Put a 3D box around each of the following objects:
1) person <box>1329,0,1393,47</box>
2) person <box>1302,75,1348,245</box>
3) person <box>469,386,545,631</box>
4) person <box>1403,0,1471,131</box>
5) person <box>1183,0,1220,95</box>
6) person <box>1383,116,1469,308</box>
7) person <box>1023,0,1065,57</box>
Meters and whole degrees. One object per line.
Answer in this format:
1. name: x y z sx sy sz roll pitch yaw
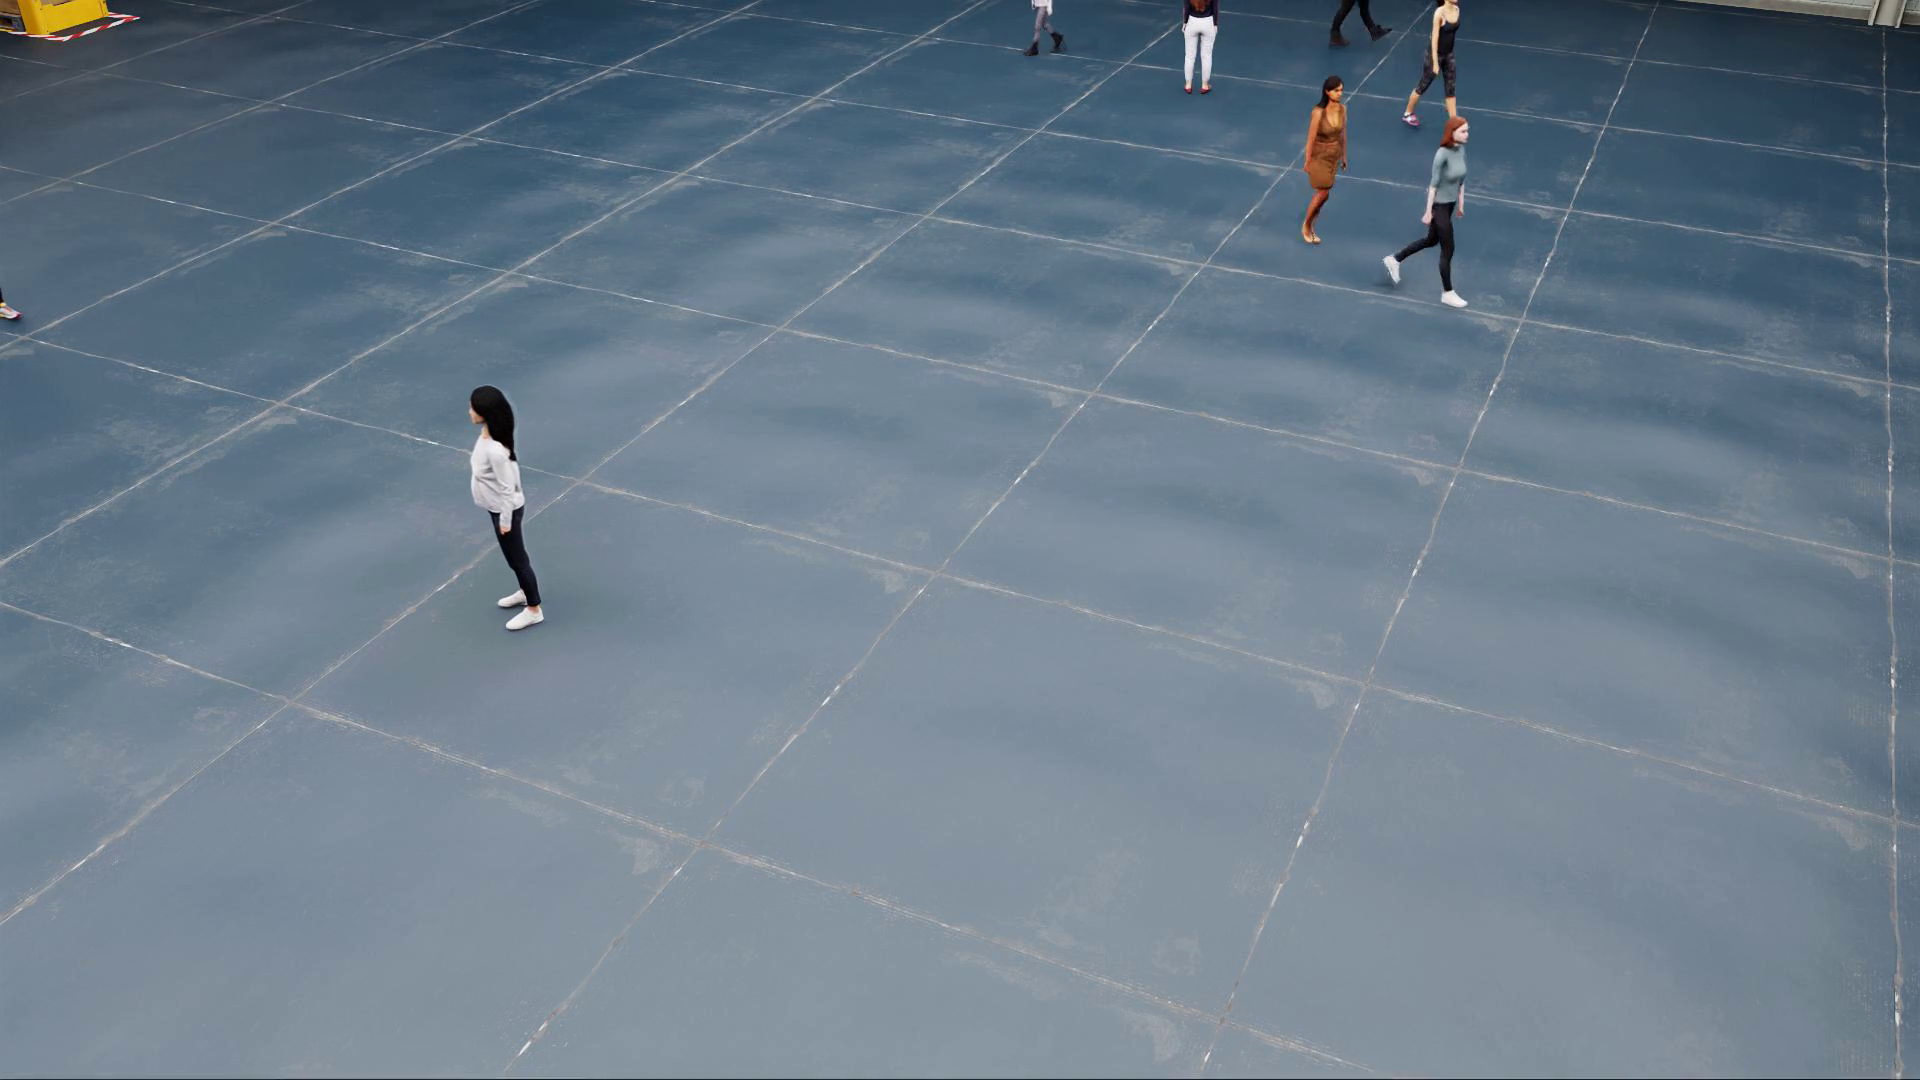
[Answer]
1. person: 5.164 -7.382 21.967 1.158 1.732 0.886 2 32 3
2. person: 3.482 -3.701 16.182 0.672 1.679 0.719 -21 38 -30
3. person: -2.908 -0.216 10.638 0.762 1.700 0.692 -13 34 -19
4. person: 5.414 -5.529 19.077 0.985 1.683 1.211 -20 37 -28
5. person: 2.939 -6.278 20.331 0.557 1.611 0.707 6 33 10
6. person: 4.286 -2.987 15.017 0.855 1.716 1.199 -28 42 -37
7. person: 1.134 -7.025 21.843 0.873 1.261 0.856 -15 35 -22
